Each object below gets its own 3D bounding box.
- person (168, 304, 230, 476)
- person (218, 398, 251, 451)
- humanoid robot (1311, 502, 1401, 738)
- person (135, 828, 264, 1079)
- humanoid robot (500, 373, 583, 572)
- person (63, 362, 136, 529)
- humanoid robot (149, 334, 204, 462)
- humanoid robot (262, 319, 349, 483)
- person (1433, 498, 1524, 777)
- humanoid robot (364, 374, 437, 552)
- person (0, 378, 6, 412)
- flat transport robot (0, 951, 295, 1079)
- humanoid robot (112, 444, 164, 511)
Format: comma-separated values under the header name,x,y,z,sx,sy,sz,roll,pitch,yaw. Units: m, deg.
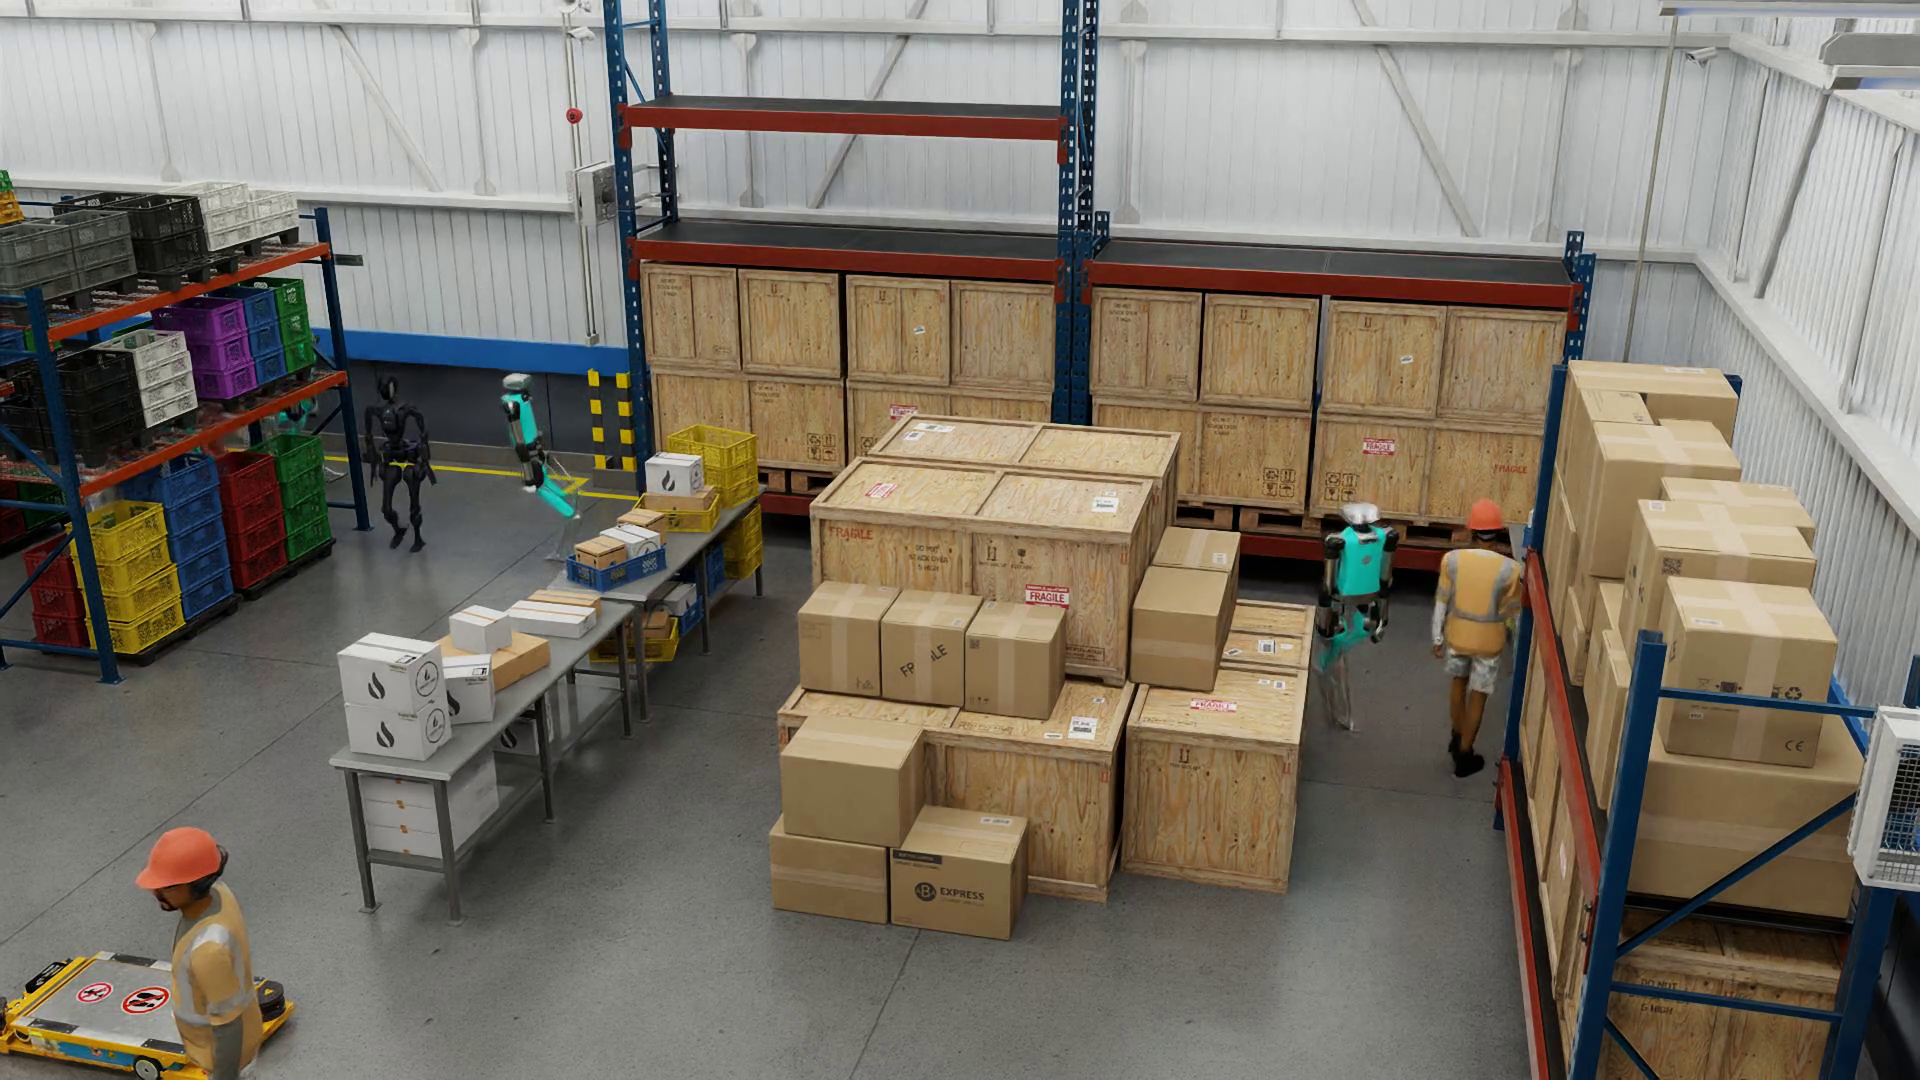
name,x,y,z,sx,sy,sz,roll,pitch,yaw
person,-7.544,-1.419,16.465,0.450,1.905,0.590,7,22,17
person,-7.547,-1.698,17.299,0.470,1.826,0.585,0,21,0
humanoid robot,2.660,0.543,11.583,0.530,1.810,0.621,-5,22,-14
person,-3.137,2.117,7.023,0.366,2.045,0.613,-10,23,-24
humanoid robot,-3.525,-0.580,14.525,0.807,1.791,0.530,-2,21,-4
person,-7.699,-0.806,15.020,0.433,1.799,0.823,13,24,30
humanoid robot,-7.531,-1.138,16.046,0.540,1.857,0.664,-4,21,-11
humanoid robot,-6.673,-1.330,16.499,1.057,1.734,0.546,1,21,3
person,3.476,0.649,11.045,0.618,1.920,0.517,15,26,34
humanoid robot,-4.982,-0.682,14.858,0.603,1.649,0.333,0,21,1
person,-10.246,-1.694,17.422,0.484,1.734,0.307,-1,21,-3
flat transport robot,-4.270,2.464,8.601,1.431,0.231,0.659,5,22,13
humanoid robot,-7.257,-0.620,14.689,0.589,1.656,0.328,11,24,27
